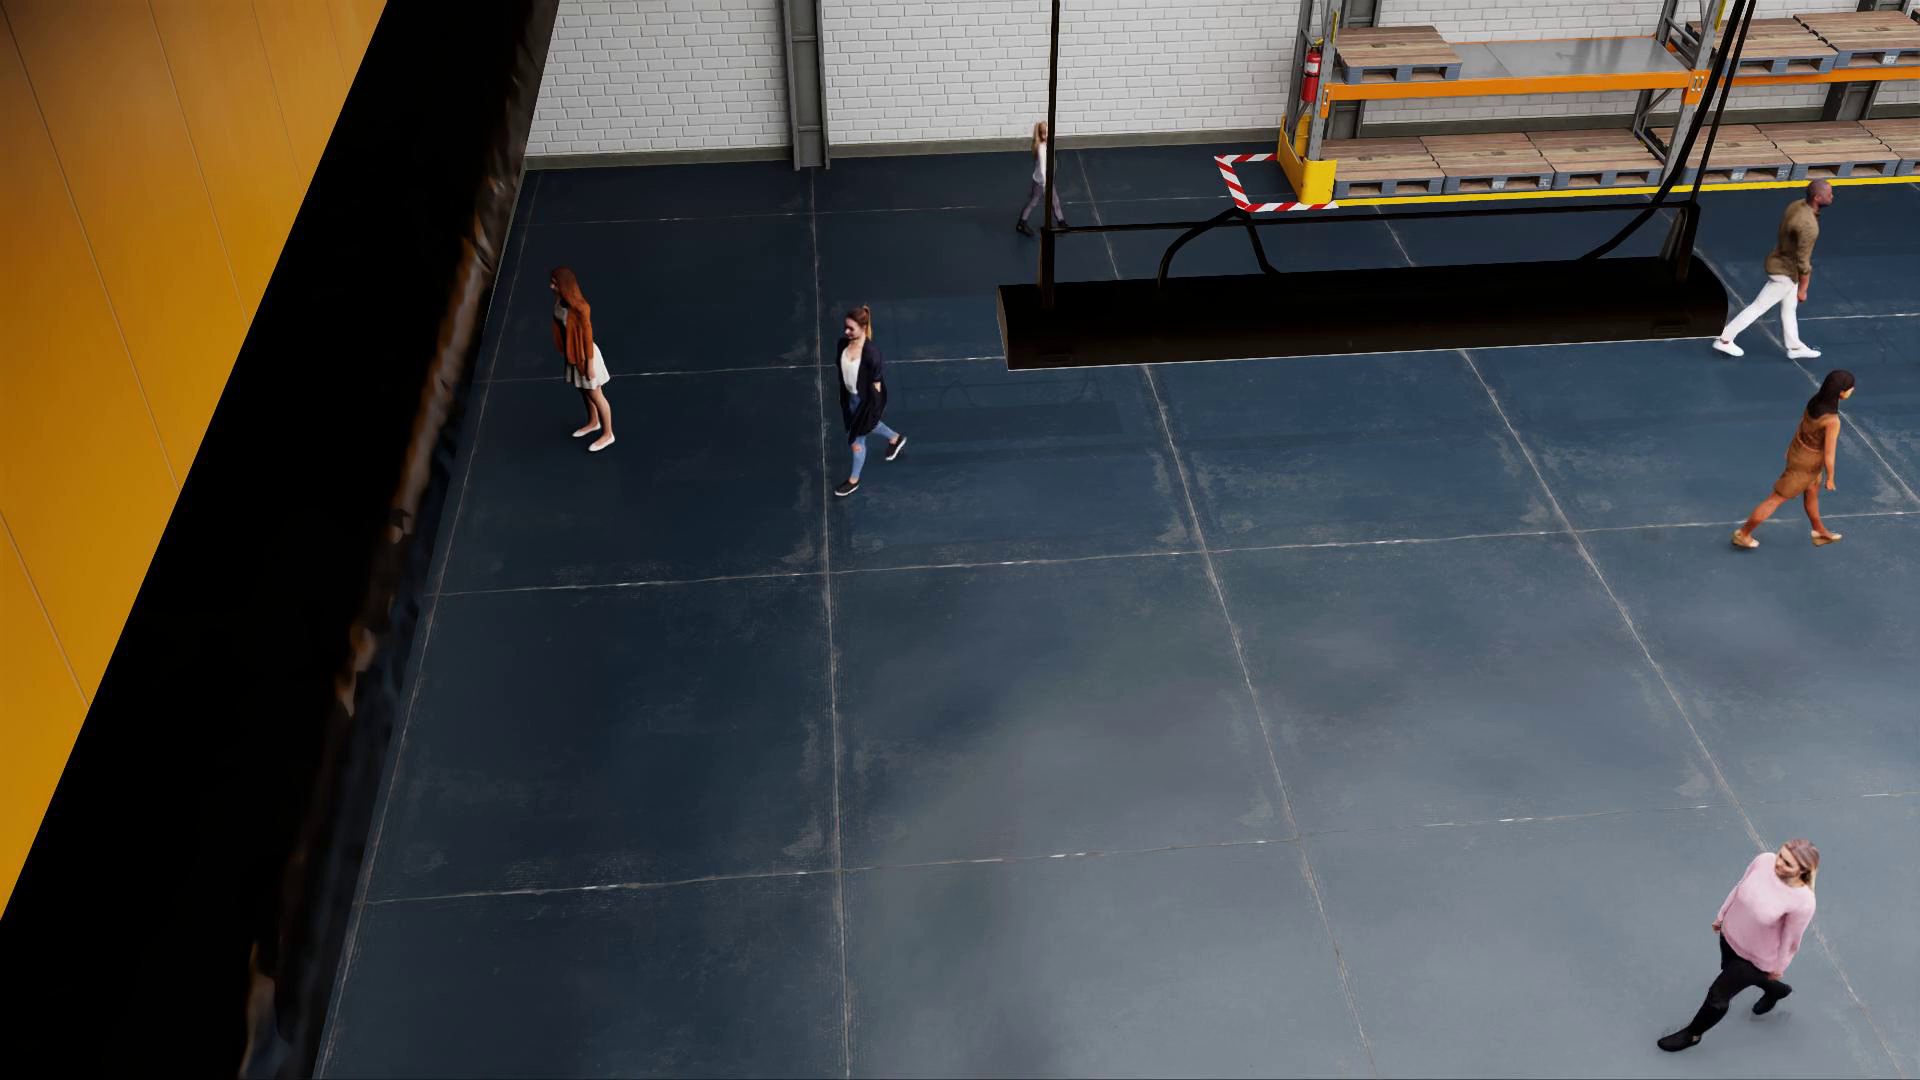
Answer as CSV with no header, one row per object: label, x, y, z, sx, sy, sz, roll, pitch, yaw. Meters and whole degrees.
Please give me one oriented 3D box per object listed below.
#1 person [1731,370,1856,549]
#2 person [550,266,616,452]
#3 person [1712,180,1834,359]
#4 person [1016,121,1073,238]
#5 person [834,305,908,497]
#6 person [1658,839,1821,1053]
person,6.351,-0.555,12.699,1.104,1.643,0.735,4,39,5
person,-3.150,-1.550,13.886,0.735,1.717,0.702,-28,46,-30
person,7.281,-2.379,14.877,1.284,1.776,1.020,10,40,12
person,0.779,-3.648,16.889,0.970,1.249,0.786,17,42,20
person,-0.728,-1.173,13.462,1.148,1.658,1.024,-31,48,-33
person,4.454,2.214,9.216,1.090,1.664,0.689,-8,39,-10
